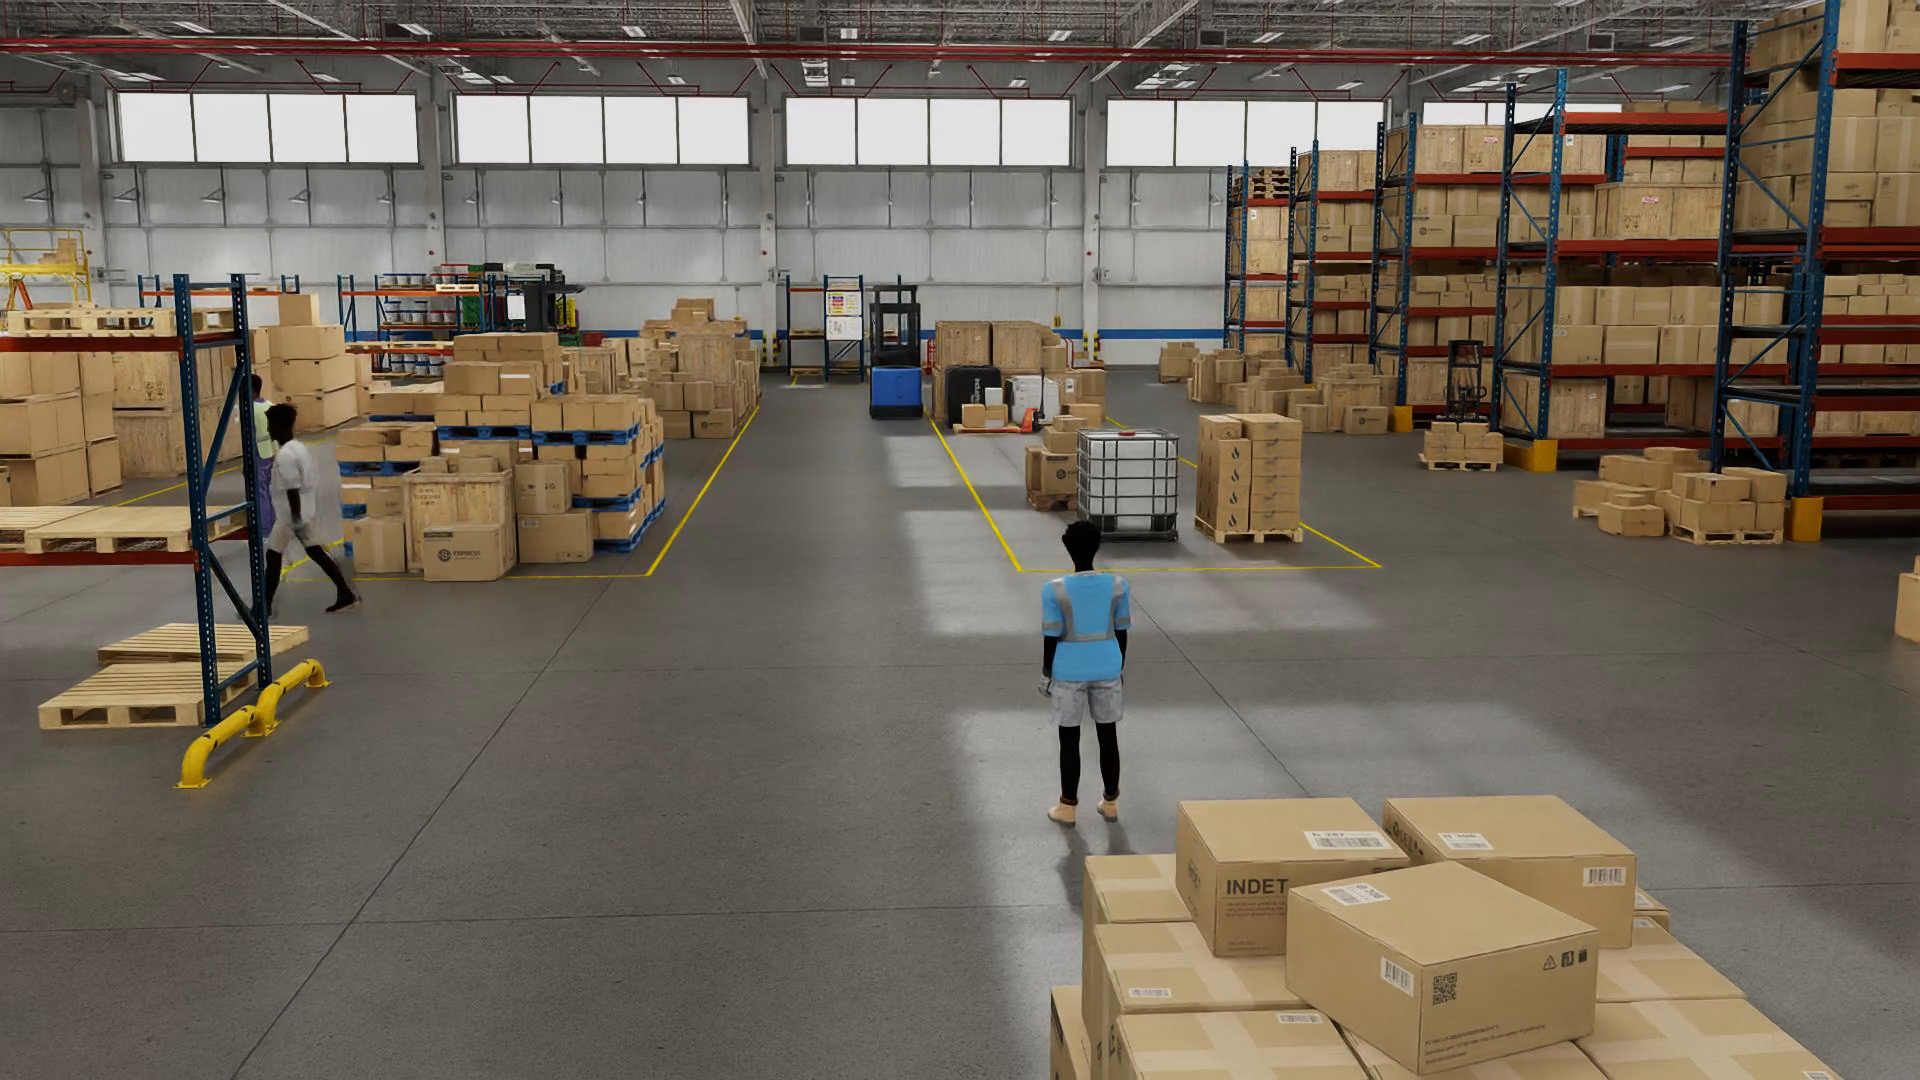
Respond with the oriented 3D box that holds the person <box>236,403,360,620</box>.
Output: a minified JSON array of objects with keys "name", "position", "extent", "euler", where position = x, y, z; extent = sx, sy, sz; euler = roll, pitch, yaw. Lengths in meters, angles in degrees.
[{"name":"person","position":[-5.850,-0.253,14.665],"extent":[1.014,1.921,0.605],"euler":[-1,9,-5]}]

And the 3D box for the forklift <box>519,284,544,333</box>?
[{"name":"forklift","position":[-9.332,-4.225,36.560],"extent":[1.873,2.768,1.129],"euler":[-1,9,-4]}]

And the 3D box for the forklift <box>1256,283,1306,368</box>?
[{"name":"forklift","position":[8.638,-5.218,42.795],"extent":[1.873,2.768,1.129],"euler":[-1,9,-4]}]

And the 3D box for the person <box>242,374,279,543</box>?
[{"name":"person","position":[-7.916,-0.919,18.816],"extent":[0.385,1.916,0.596],"euler":[1,9,4]}]

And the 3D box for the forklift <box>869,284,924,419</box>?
[{"name":"forklift","position":[-1.362,-4.015,35.244],"extent":[1.129,2.768,1.873],"euler":[-1,9,-4]}]

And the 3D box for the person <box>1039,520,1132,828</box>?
[{"name":"person","position":[0.683,0.735,9.131],"extent":[0.530,1.693,0.321],"euler":[-3,9,-17]}]

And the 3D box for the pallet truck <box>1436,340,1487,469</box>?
[{"name":"pallet truck","position":[8.004,-2.170,26.422],"extent":[0.823,1.965,1.885],"euler":[2,9,14]}]
